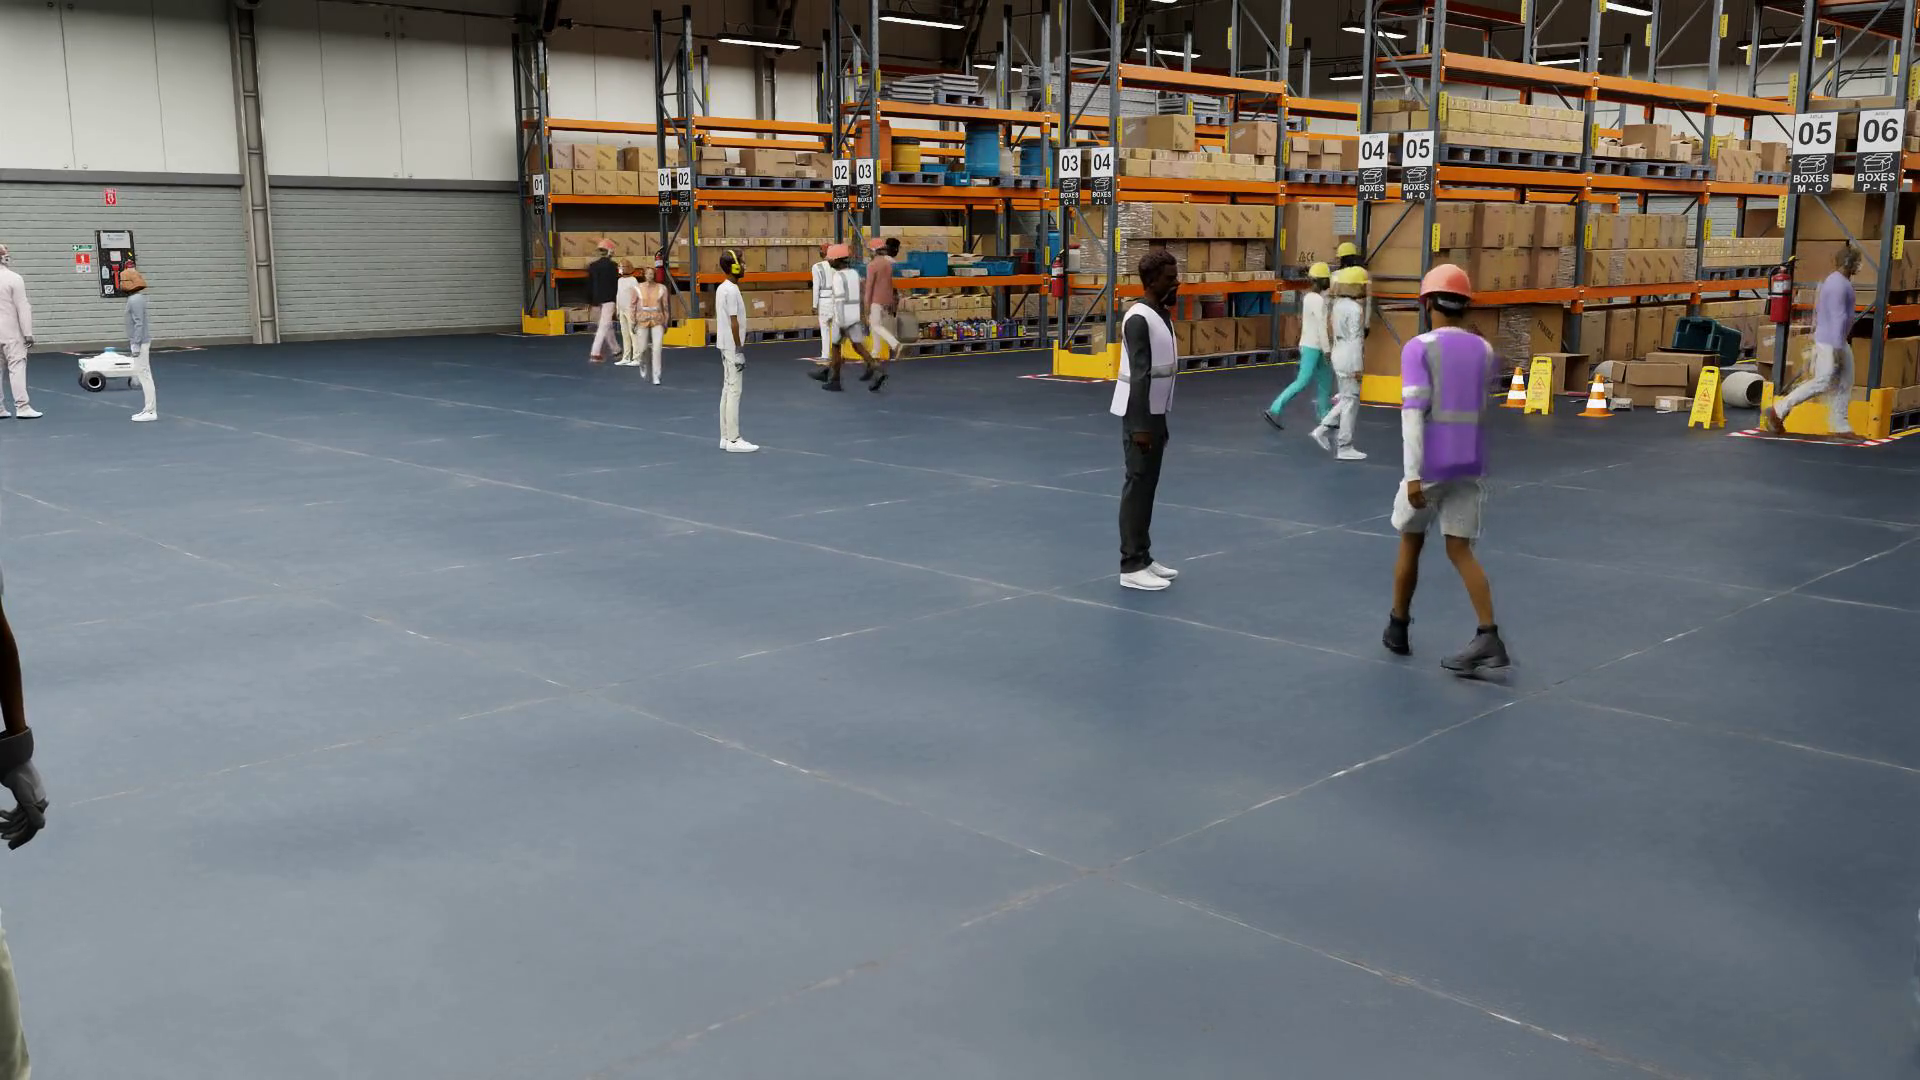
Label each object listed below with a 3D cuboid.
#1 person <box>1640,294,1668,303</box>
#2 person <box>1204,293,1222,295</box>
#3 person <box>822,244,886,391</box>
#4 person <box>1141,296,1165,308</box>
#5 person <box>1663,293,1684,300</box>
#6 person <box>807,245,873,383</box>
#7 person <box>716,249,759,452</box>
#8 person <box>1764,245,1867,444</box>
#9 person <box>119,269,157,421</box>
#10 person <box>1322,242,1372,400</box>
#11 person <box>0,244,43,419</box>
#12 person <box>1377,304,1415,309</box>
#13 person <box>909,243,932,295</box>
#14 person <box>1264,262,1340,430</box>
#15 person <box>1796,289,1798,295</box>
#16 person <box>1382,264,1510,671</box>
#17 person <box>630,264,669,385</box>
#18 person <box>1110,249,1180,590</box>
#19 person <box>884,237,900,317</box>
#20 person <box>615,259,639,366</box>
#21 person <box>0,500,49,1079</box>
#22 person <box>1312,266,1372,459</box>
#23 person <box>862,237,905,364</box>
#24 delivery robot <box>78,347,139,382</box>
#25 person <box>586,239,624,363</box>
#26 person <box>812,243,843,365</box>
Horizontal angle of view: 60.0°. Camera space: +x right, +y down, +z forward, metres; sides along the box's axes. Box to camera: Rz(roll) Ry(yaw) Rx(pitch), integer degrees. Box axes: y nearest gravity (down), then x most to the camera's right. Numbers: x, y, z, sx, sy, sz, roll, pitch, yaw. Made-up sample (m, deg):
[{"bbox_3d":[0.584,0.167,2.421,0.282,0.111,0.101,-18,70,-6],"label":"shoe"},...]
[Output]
[{"bbox_3d":[13.392,-4.901,32.142,0.605,2.045,0.379,8,13,36],"label":"person"},{"bbox_3d":[5.997,-6.167,39.689,0.626,1.800,0.807,10,14,42],"label":"person"},{"bbox_3d":[-1.392,-2.858,21.416,0.912,1.903,0.562,7,12,33],"label":"person"},{"bbox_3d":[3.216,-4.172,28.538,0.938,1.903,0.660,-6,12,-30],"label":"person"},{"bbox_3d":[14.914,-5.322,34.760,0.545,1.929,0.389,-2,11,-9],"label":"person"},{"bbox_3d":[-1.581,-3.115,22.888,1.057,1.874,0.569,-3,11,-18],"label":"person"},{"bbox_3d":[-2.104,-1.774,15.554,0.328,1.877,0.514,-4,11,-20],"label":"person"},{"bbox_3d":[8.416,-1.909,16.214,0.856,1.910,0.649,6,12,30],"label":"person"},{"bbox_3d":[-8.923,-2.112,18.056,0.264,1.632,0.508,-4,11,-23],"label":"person"},{"bbox_3d":[4.679,-2.680,20.391,0.601,1.907,0.611,-2,11,-13],"label":"person"},{"bbox_3d":[-10.470,-2.283,18.248,0.652,1.904,0.402,1,10,6],"label":"person"},{"bbox_3d":[6.683,-3.580,25.505,0.624,1.841,0.430,6,12,30],"label":"person"},{"bbox_3d":[-0.903,-5.644,36.792,0.570,1.826,0.548,10,14,44],"label":"person"},{"bbox_3d":[3.596,-2.009,17.228,0.837,1.734,0.525,1,10,3],"label":"person"},{"bbox_3d":[16.365,-4.789,32.184,0.543,1.808,0.655,3,11,16],"label":"person"},{"bbox_3d":[2.292,-0.341,7.778,0.556,1.881,0.833,-3,11,-16],"label":"person"},{"bbox_3d":[-4.215,-2.932,22.578,0.518,1.622,0.548,-2,11,-12],"label":"person"},{"bbox_3d":[1.074,-0.698,9.566,0.395,1.920,0.587,3,11,18],"label":"person"},{"bbox_3d":[-1.215,-4.341,29.315,0.369,1.960,0.604,-4,11,-20],"label":"person"},{"bbox_3d":[-5.138,-3.509,25.671,0.500,1.633,0.286,10,14,43],"label":"person"},{"bbox_3d":[-2.137,0.474,3.347,0.517,1.865,0.324,-7,13,-35],"label":"person"},{"bbox_3d":[3.477,-1.588,14.934,0.413,1.726,0.498,-1,10,-7],"label":"person"},{"bbox_3d":[-1.197,-3.709,25.834,0.766,1.973,0.619,6,12,30],"label":"person"},{"bbox_3d":[-11.118,-2.277,21.760,0.707,0.478,0.477,-7,12,-34],"label":"delivery robot"},{"bbox_3d":[-5.601,-3.803,26.444,0.633,1.934,1.043,6,12,31],"label":"person"},{"bbox_3d":[-2.048,-3.669,25.866,0.576,1.882,0.362,-7,13,-34],"label":"person"}]
